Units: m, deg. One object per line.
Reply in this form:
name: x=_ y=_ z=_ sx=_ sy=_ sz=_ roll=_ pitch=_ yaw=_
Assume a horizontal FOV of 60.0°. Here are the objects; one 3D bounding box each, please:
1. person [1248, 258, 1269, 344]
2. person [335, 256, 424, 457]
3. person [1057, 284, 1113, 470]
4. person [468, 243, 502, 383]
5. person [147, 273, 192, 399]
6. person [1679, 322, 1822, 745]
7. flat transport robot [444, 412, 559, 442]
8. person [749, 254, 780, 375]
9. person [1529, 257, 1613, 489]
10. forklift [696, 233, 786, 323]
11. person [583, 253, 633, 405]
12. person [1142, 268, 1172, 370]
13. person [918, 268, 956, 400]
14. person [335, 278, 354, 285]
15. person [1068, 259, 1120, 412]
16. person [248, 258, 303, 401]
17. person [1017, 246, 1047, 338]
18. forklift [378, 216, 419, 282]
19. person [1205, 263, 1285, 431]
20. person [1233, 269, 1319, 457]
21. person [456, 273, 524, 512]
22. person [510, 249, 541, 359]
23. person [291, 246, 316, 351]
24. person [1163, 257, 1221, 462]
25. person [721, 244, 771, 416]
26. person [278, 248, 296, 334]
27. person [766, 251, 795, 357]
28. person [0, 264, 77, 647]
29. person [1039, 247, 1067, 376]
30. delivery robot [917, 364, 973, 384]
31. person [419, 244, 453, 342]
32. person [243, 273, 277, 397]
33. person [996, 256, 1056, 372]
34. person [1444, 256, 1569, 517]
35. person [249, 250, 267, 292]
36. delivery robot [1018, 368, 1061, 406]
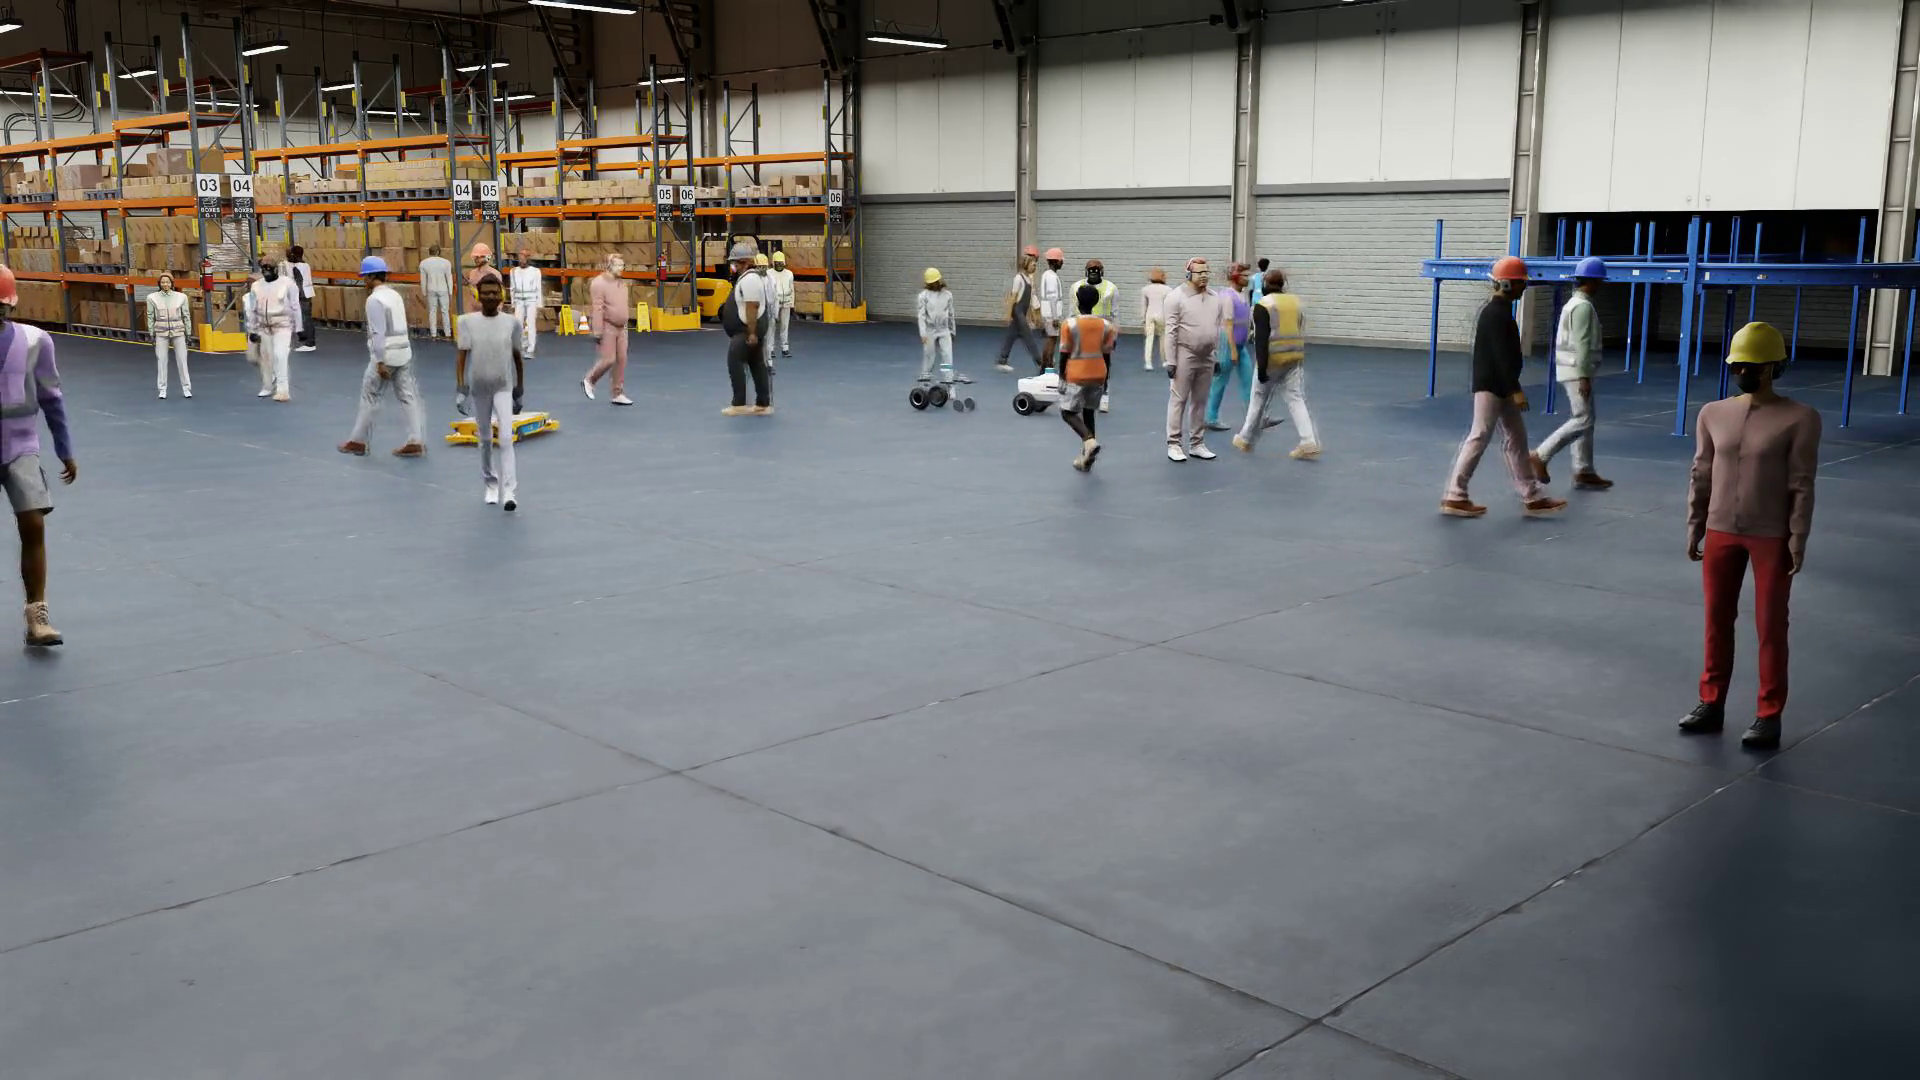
person: x=5.768 y=-4.537 z=31.743 sx=0.551 sy=1.685 sz=0.554 roll=5 pitch=12 yaw=26
person: x=-5.576 y=-1.737 z=15.864 sx=0.918 sy=1.903 sz=0.594 roll=2 pitch=11 yaw=11
person: x=1.145 y=-1.444 z=14.873 sx=0.540 sy=1.677 sz=0.521 roll=-5 pitch=11 yaw=-25
person: x=-6.779 y=-3.220 z=23.709 sx=0.608 sy=1.997 sz=0.375 roll=6 pitch=12 yaw=29
person: x=-10.296 y=-2.664 z=21.682 sx=0.513 sy=1.630 sz=0.318 roll=-5 pitch=11 yaw=-23
person: x=3.293 y=-0.029 z=6.966 sx=0.337 sy=1.757 sz=0.518 roll=-9 pitch=14 yaw=-40
flat transport robot: x=-4.809 y=-1.199 z=17.510 sx=0.652 sy=0.197 sz=1.431 roll=2 pitch=11 yaw=8
person: x=-3.023 y=-3.438 z=25.351 sx=0.599 sy=1.827 sz=0.404 roll=-6 pitch=12 yaw=-30
person: x=5.130 y=-1.380 z=13.837 sx=0.662 sy=1.931 sz=0.653 roll=3 pitch=11 yaw=18
forklift: x=-5.496 y=-6.489 z=41.108 sx=2.313 sy=2.155 sz=1.214 roll=-10 pitch=14 yaw=-44
person: x=-4.407 y=-2.642 z=20.860 sx=0.541 sy=1.885 sz=0.667 roll=6 pitch=12 yaw=28
person: x=3.112 y=-3.489 z=26.270 sx=0.518 sy=1.580 sz=0.850 roll=5 pitch=11 yaw=24
person: x=-0.305 y=-2.687 z=21.700 sx=0.527 sy=1.702 sz=0.756 roll=-4 pitch=11 yaw=-19
person: x=-15.442 y=-6.492 z=41.756 sx=0.587 sy=1.918 sz=0.597 roll=-10 pitch=14 yaw=-43
person: x=1.598 y=-2.452 z=19.981 sx=0.618 sy=1.836 sz=0.431 roll=3 pitch=11 yaw=14
person: x=-8.776 y=-2.670 z=21.177 sx=0.660 sy=1.820 sz=0.731 roll=1 pitch=10 yaw=8
person: x=1.485 y=-5.093 z=34.228 sx=0.989 sy=1.883 sz=0.565 roll=-3 pitch=11 yaw=-17
forklift: x=-17.868 y=-9.201 z=54.028 sx=1.873 sy=2.768 sz=1.129 roll=-10 pitch=14 yaw=-44
person: x=3.065 y=-2.069 z=17.924 sx=0.923 sy=1.805 sz=0.601 roll=6 pitch=12 yaw=29
person: x=3.052 y=-1.693 z=15.968 sx=0.661 sy=1.787 sz=0.985 roll=-7 pitch=13 yaw=-34
person: x=-3.631 y=-1.144 z=12.884 sx=0.517 sy=1.818 sz=0.992 roll=-3 pitch=11 yaw=-14
person: x=-7.483 y=-4.062 z=28.663 sx=0.579 sy=1.871 sz=0.413 roll=1 pitch=10 yaw=7
person: x=-12.073 y=-4.441 z=30.578 sx=0.391 sy=1.918 sz=0.590 roll=-1 pitch=10 yaw=-4
person: x=2.218 y=-1.705 z=15.691 sx=0.644 sy=1.907 sz=0.399 roll=-6 pitch=12 yaw=-31
person: x=-2.570 y=-2.457 z=19.544 sx=0.738 sy=2.000 sz=0.702 roll=-1 pitch=10 yaw=-5
person: x=-14.353 y=-5.362 z=35.837 sx=0.971 sy=1.832 sz=0.583 roll=10 pitch=14 yaw=44
person: x=-3.148 y=-4.104 z=28.973 sx=0.598 sy=1.830 sz=0.403 roll=-5 pitch=12 yaw=-27
person: x=-4.932 y=-0.433 z=8.536 sx=0.743 sy=1.975 sz=0.969 roll=-9 pitch=13 yaw=-39
person: x=1.385 y=-3.346 z=24.556 sx=0.367 sy=1.935 sz=0.553 roll=-1 pitch=10 yaw=-3
delivery robot: x=-0.188 y=-2.041 z=20.363 sx=0.698 sy=0.223 sz=0.335 roll=6 pitch=12 yaw=31
person: x=-10.481 y=-4.957 z=33.351 sx=0.627 sy=1.934 sz=0.370 roll=-2 pitch=11 yaw=-10
person: x=-9.218 y=-2.716 z=21.977 sx=0.527 sy=1.623 sz=0.407 roll=3 pitch=11 yaw=17
person: x=1.021 y=-3.465 z=25.612 sx=1.042 sy=1.780 sz=0.528 roll=4 pitch=11 yaw=19
person: x=4.116 y=-1.133 z=12.469 sx=0.886 sy=1.952 sz=0.616 roll=5 pitch=12 yaw=27
person: x=-13.867 y=-4.855 z=33.073 sx=0.548 sy=1.841 sz=0.914 roll=-8 pitch=13 yaw=-39
delivery robot: x=1.061 y=-1.803 z=19.776 sx=0.707 sy=0.478 sz=0.477 roll=5 pitch=12 yaw=26
